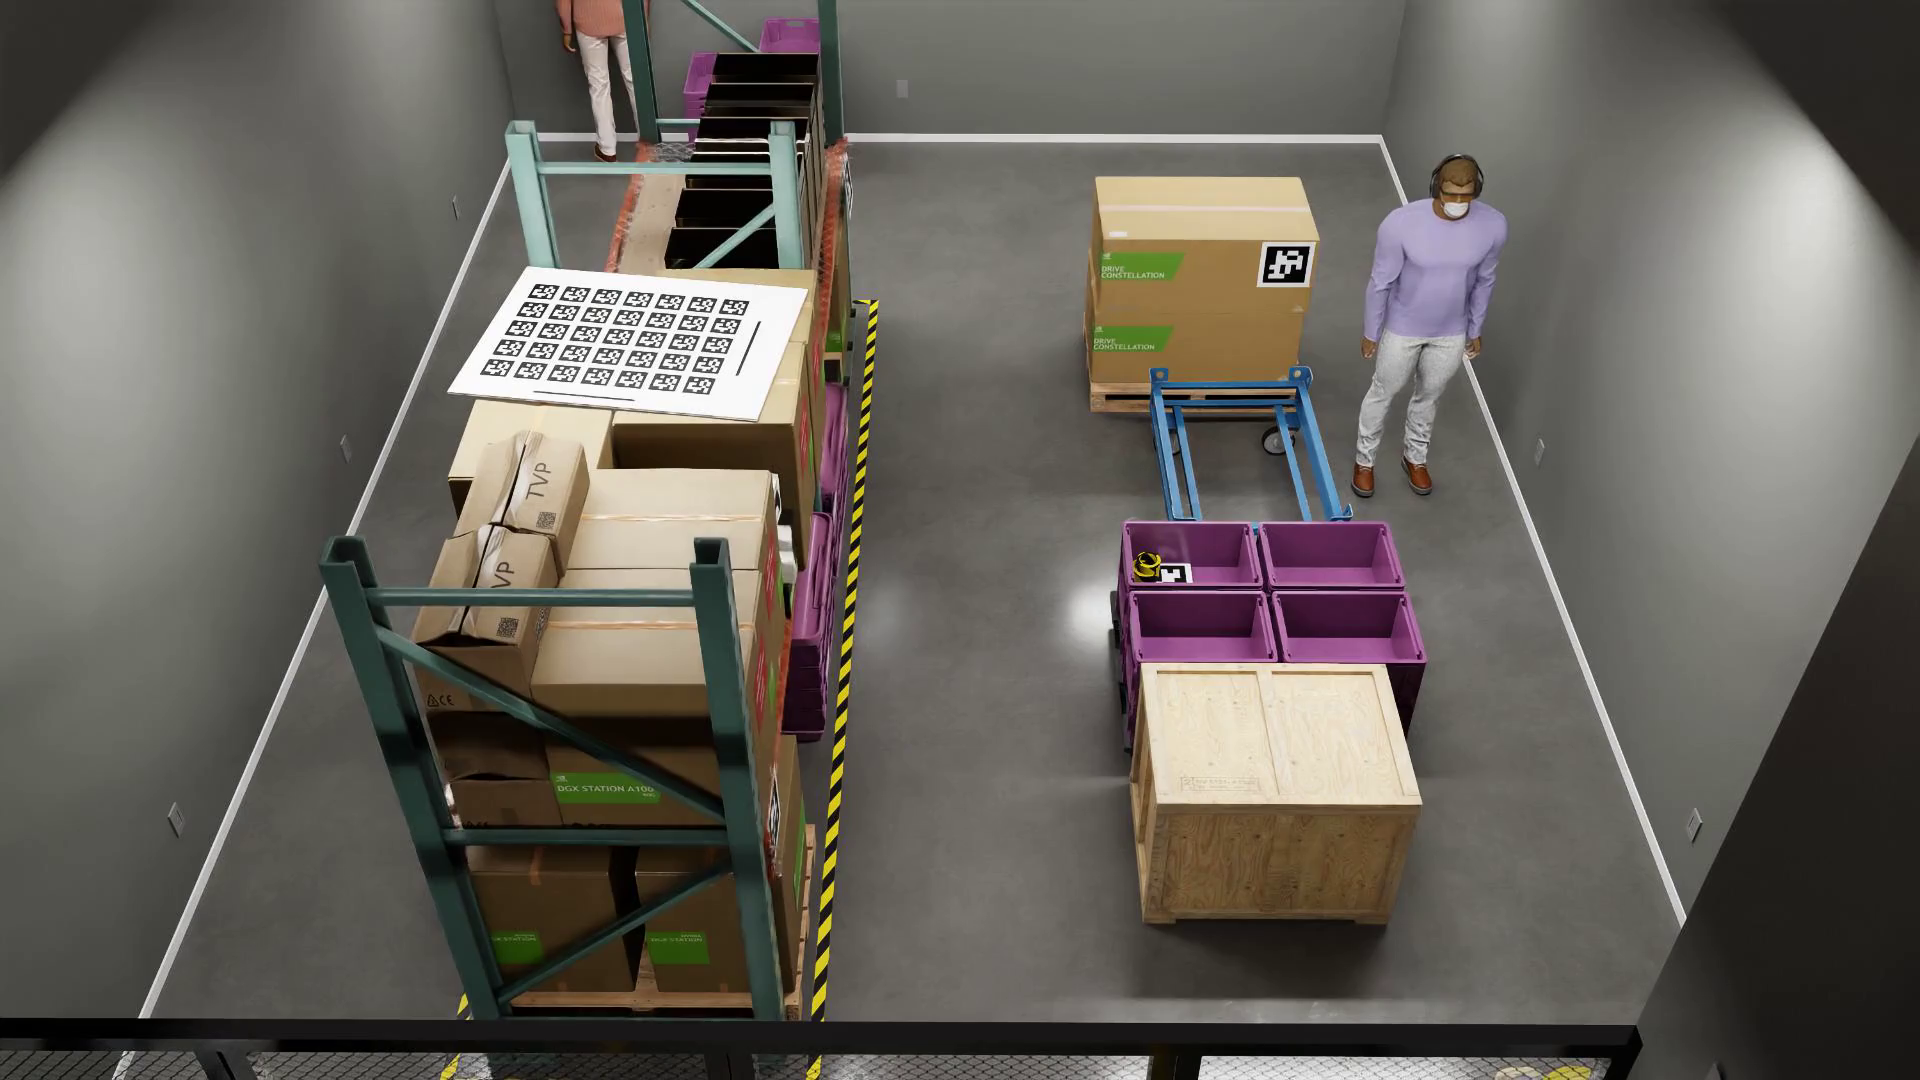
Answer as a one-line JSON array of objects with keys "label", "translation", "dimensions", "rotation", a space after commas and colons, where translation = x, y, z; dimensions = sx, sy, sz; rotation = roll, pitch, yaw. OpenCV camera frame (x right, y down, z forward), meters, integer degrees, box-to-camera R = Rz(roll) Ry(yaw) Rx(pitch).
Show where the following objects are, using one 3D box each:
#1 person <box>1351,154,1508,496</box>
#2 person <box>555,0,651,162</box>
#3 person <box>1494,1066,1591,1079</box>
[{"label": "person", "translation": [2.320, -1.057, 8.318], "dimensions": [0.636, 1.938, 0.358], "rotation": [-2, 41, -2]}, {"label": "person", "translation": [-2.351, -3.440, 10.994], "dimensions": [0.618, 1.993, 0.396], "rotation": [-15, 44, -17]}, {"label": "person", "translation": [1.606, 2.073, 4.828], "dimensions": [0.404, 1.831, 0.600], "rotation": [5, 41, 5]}]
